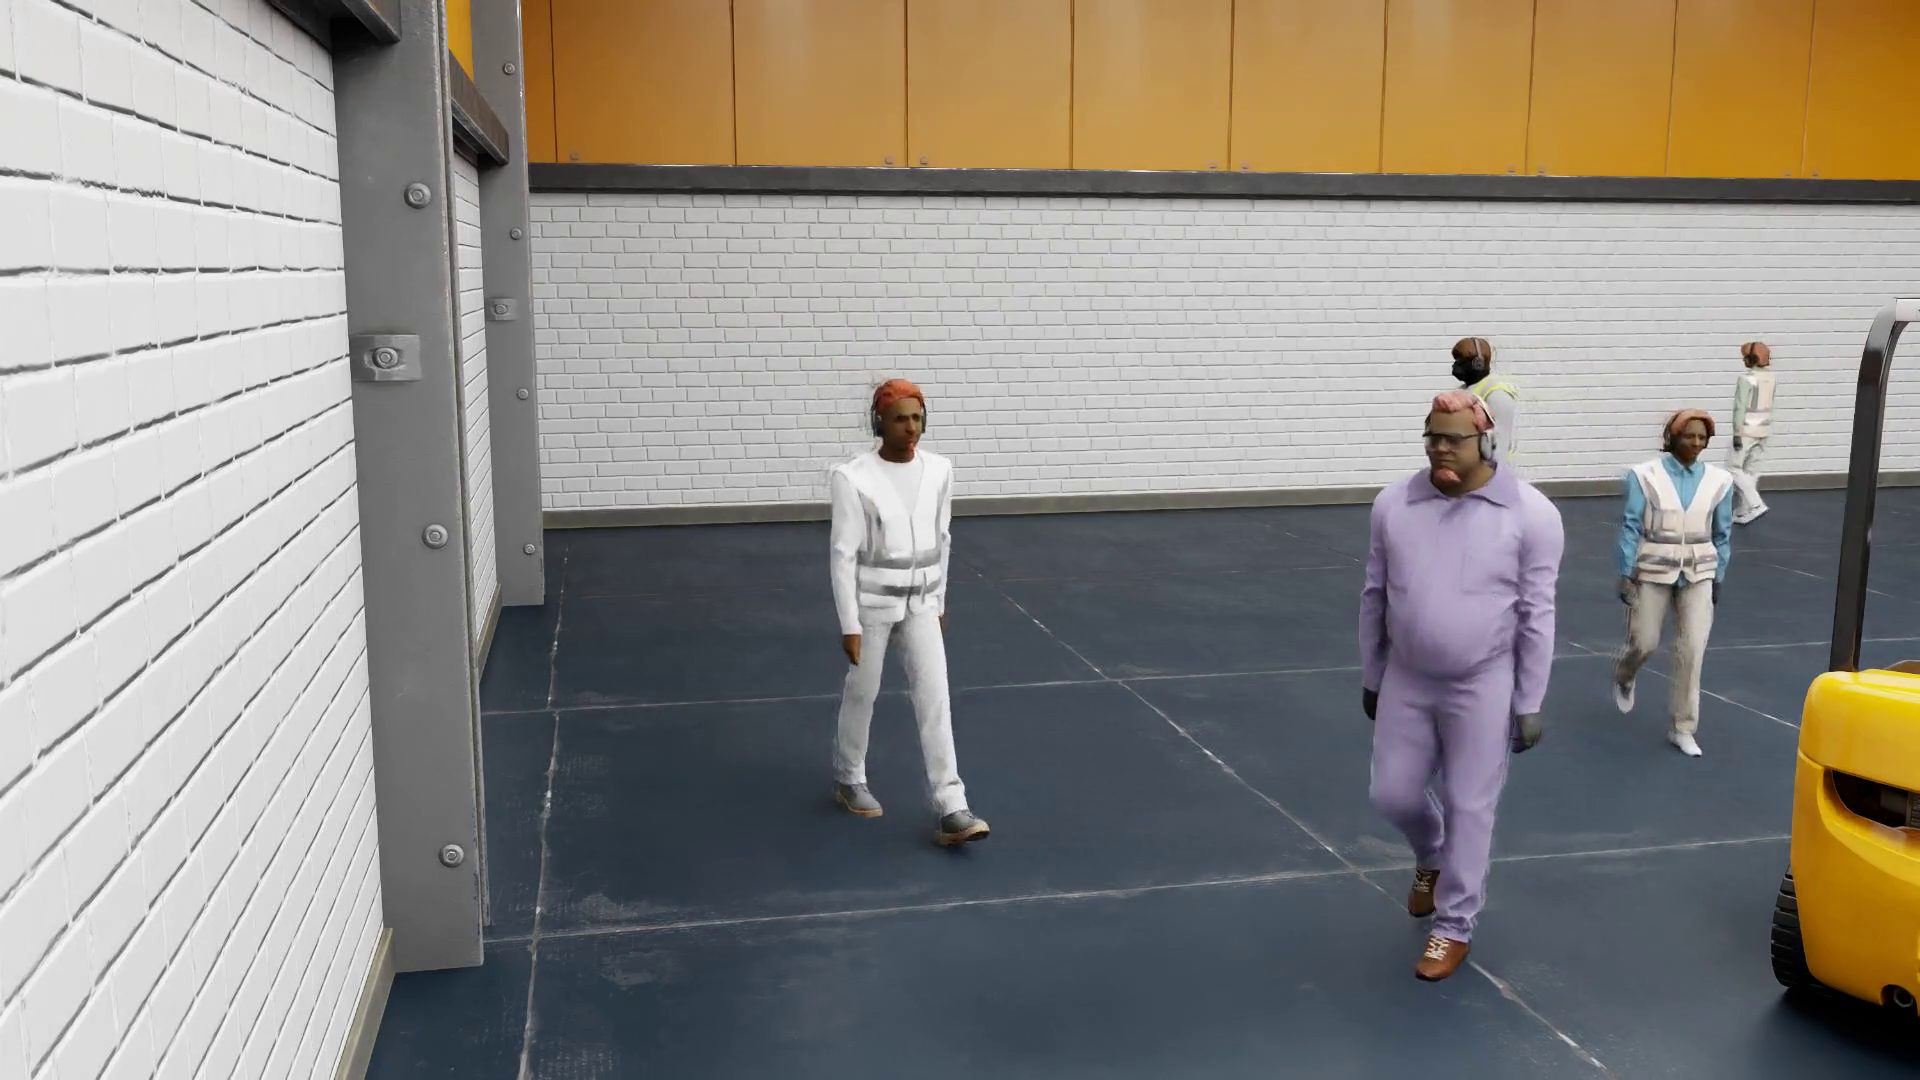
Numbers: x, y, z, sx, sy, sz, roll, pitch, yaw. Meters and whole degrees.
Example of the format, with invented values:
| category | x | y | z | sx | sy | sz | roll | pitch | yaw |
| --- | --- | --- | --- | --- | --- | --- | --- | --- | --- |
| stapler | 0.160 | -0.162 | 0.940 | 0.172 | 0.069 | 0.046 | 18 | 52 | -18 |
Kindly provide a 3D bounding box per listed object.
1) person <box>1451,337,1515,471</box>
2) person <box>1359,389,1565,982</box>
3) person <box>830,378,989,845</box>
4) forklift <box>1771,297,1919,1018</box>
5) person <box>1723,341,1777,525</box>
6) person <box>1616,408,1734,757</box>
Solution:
| category | x | y | z | sx | sy | sz | roll | pitch | yaw |
| --- | --- | --- | --- | --- | --- | --- | --- | --- | --- |
| person | 3.245 | -0.368 | 10.563 | 0.446 | 1.831 | 0.659 | -1 | 9 | -7 |
| person | 1.605 | 0.450 | 5.405 | 0.645 | 1.891 | 0.518 | 7 | 12 | 36 |
| person | -0.244 | 0.283 | 6.618 | 0.598 | 1.823 | 0.988 | -6 | 11 | -31 |
| forklift | 3.542 | 0.334 | 5.177 | 2.313 | 2.155 | 1.214 | -9 | 13 | -43 |
| person | 6.898 | -0.915 | 14.509 | 0.523 | 1.633 | 0.485 | -6 | 11 | -30 |
| person | 3.378 | 0.168 | 7.924 | 0.521 | 1.617 | 0.646 | 1 | 9 | 8 |
